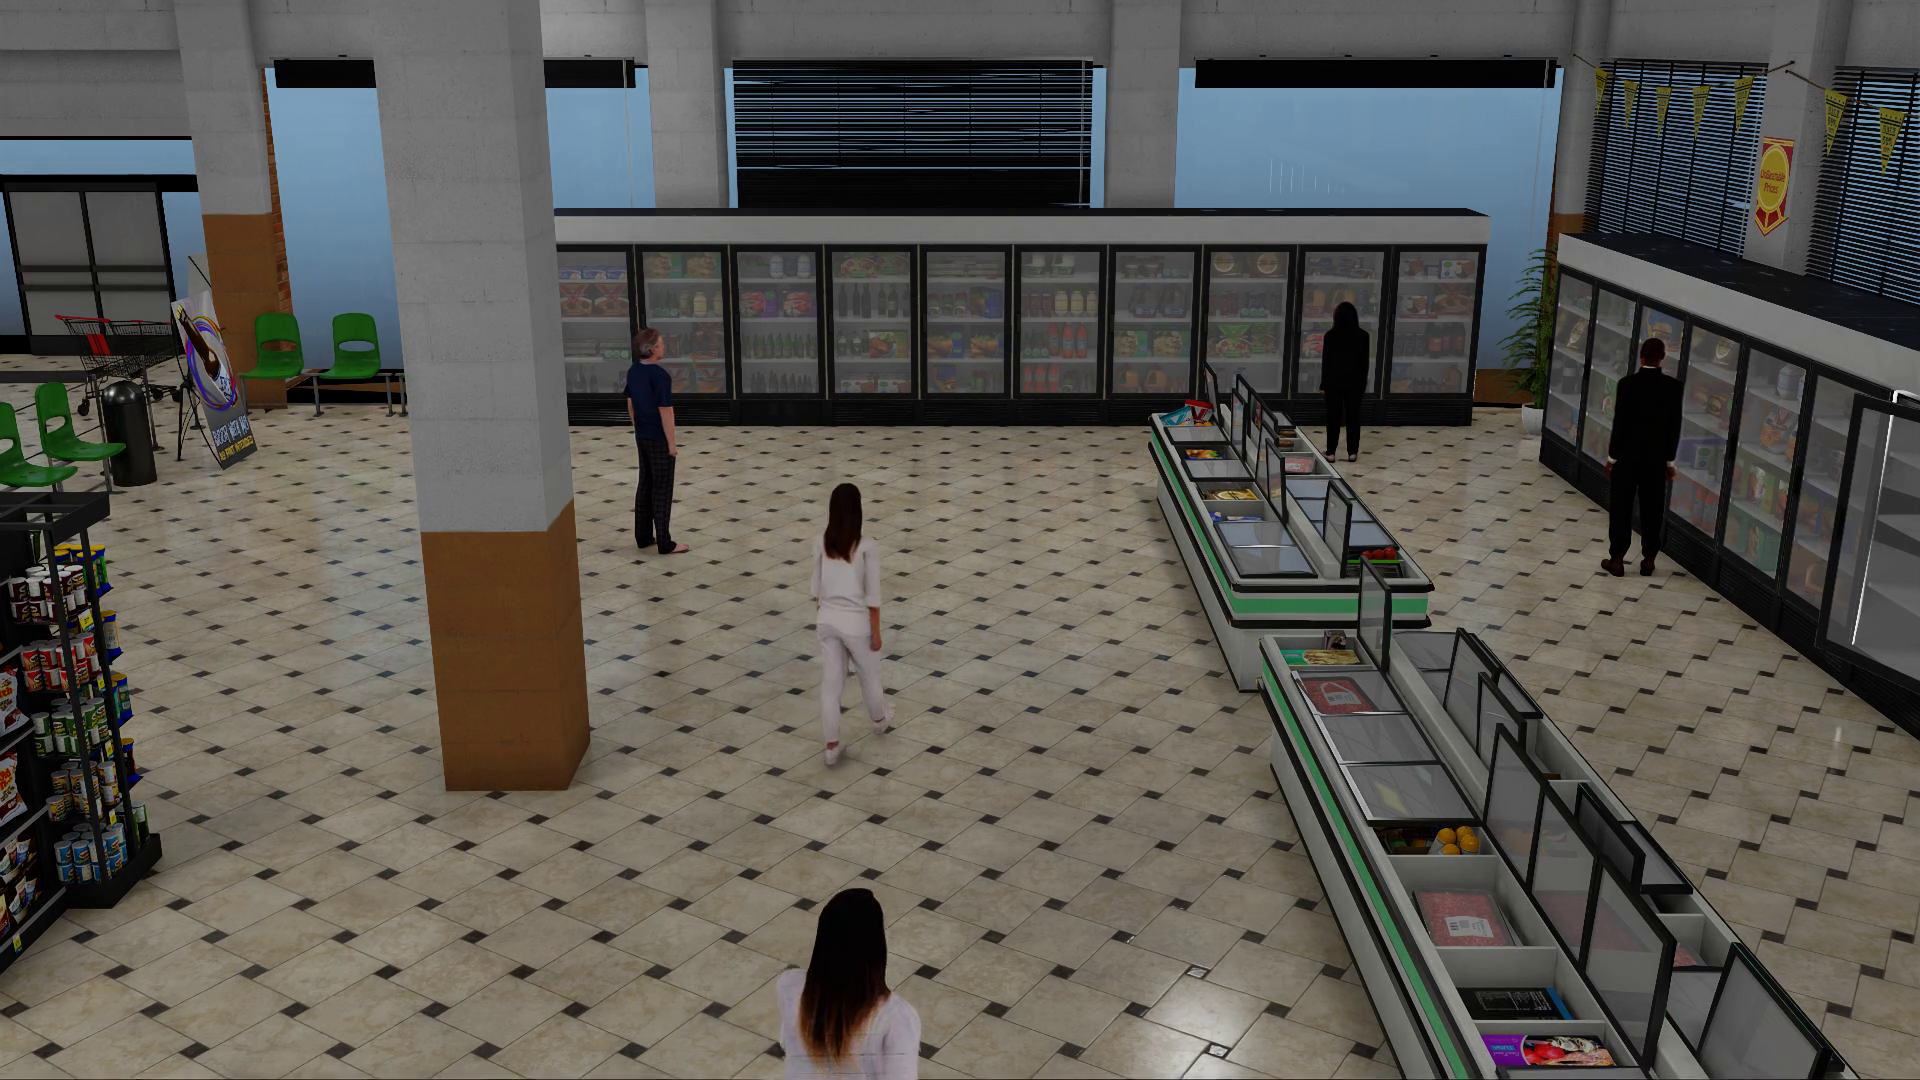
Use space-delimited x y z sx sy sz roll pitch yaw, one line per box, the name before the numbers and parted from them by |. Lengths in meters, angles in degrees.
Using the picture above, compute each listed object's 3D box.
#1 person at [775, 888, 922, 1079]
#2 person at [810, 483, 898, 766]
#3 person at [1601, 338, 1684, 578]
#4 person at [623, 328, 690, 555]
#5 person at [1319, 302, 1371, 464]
person | -0.400 1.921 5.149 0.945 1.638 1.169 8 18 23
person | -0.689 0.518 9.740 0.830 1.656 1.059 6 18 18
person | 5.400 -0.659 13.187 0.722 1.904 0.661 3 17 9
person | -2.537 -0.825 13.792 0.725 1.871 0.777 15 23 41
person | 3.870 -1.587 16.743 0.634 1.614 0.603 0 17 -1
